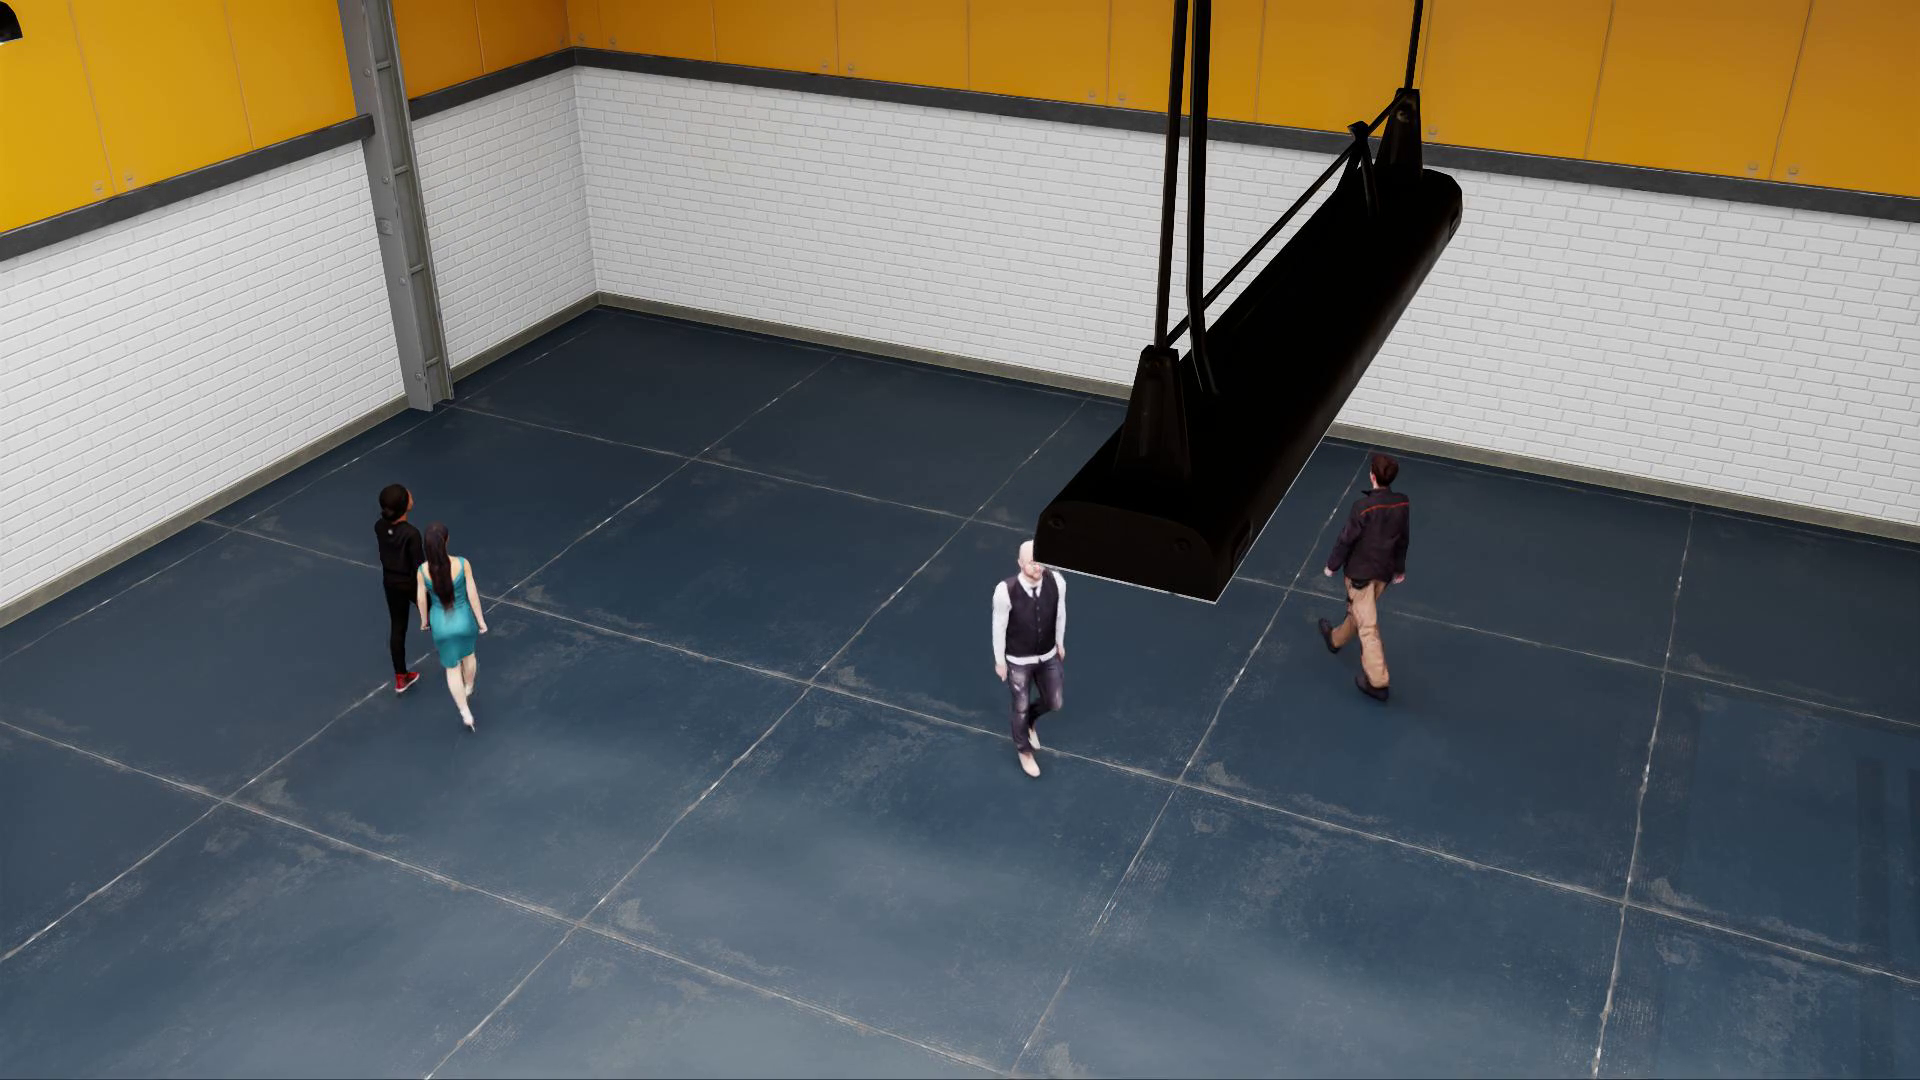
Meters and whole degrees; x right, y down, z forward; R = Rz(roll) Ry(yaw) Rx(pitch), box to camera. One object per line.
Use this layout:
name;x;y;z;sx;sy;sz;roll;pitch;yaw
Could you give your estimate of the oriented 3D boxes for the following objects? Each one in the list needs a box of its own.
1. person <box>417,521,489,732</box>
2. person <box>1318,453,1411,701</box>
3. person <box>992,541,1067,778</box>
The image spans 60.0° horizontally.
person;-3.641;0.664;11.947;0.880;1.662;0.941;-9;30;-16
person;3.085;0.317;12.367;1.252;1.869;1.266;-12;31;-21
person;0.465;0.775;11.586;0.885;1.812;0.945;-10;30;-18
